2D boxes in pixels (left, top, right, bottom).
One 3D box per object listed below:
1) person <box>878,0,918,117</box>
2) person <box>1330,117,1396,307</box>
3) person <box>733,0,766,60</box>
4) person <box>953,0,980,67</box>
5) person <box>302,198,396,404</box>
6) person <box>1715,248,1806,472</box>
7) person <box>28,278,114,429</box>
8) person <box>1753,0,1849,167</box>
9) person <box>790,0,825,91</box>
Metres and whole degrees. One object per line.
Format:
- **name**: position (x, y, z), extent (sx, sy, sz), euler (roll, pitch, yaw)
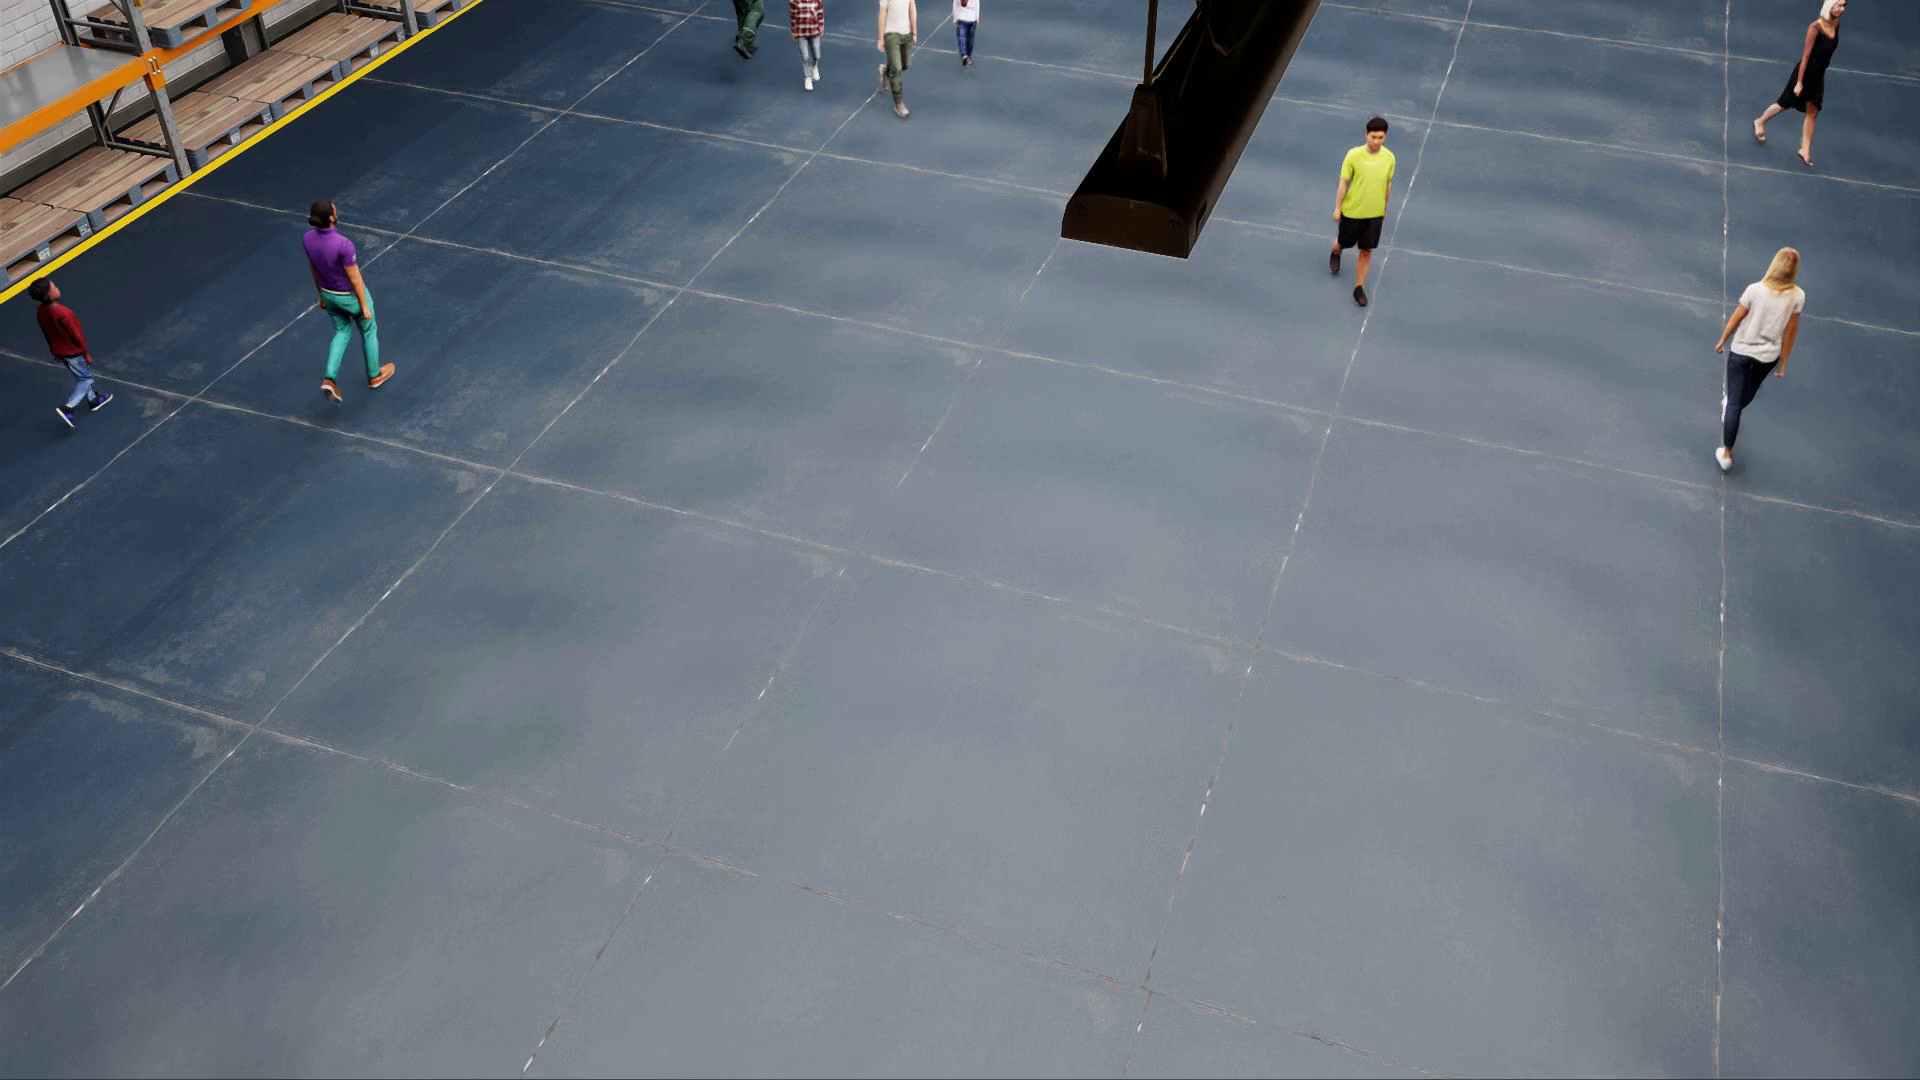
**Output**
- **person**: position (-0.709, -5.419, 17.821), extent (1.028, 1.624, 1.064), euler (-18, 42, -22)
- **person**: position (3.537, -2.966, 14.697), extent (0.858, 1.689, 1.094), euler (-1, 39, -1)
- **person**: position (-2.469, -6.247, 18.699), extent (0.702, 1.822, 0.891), euler (10, 40, 13)
- **person**: position (0.077, -5.906, 18.850), extent (0.598, 1.100, 0.730), euler (-3, 39, -4)
- **person**: position (-4.977, -1.884, 13.296), extent (0.656, 1.748, 0.982), euler (12, 40, 14)
- **person**: position (6.010, -1.323, 12.575), extent (0.730, 1.770, 1.127), euler (8, 39, 10)
- **person**: position (-7.117, -1.483, 13.199), extent (0.567, 1.242, 0.774), euler (18, 42, 22)
- **person**: position (8.528, -4.722, 16.880), extent (1.047, 1.709, 1.128), euler (-15, 41, -18)
- **person**: position (-1.701, -5.653, 18.378), extent (0.674, 1.296, 0.746), euler (-7, 39, -9)
